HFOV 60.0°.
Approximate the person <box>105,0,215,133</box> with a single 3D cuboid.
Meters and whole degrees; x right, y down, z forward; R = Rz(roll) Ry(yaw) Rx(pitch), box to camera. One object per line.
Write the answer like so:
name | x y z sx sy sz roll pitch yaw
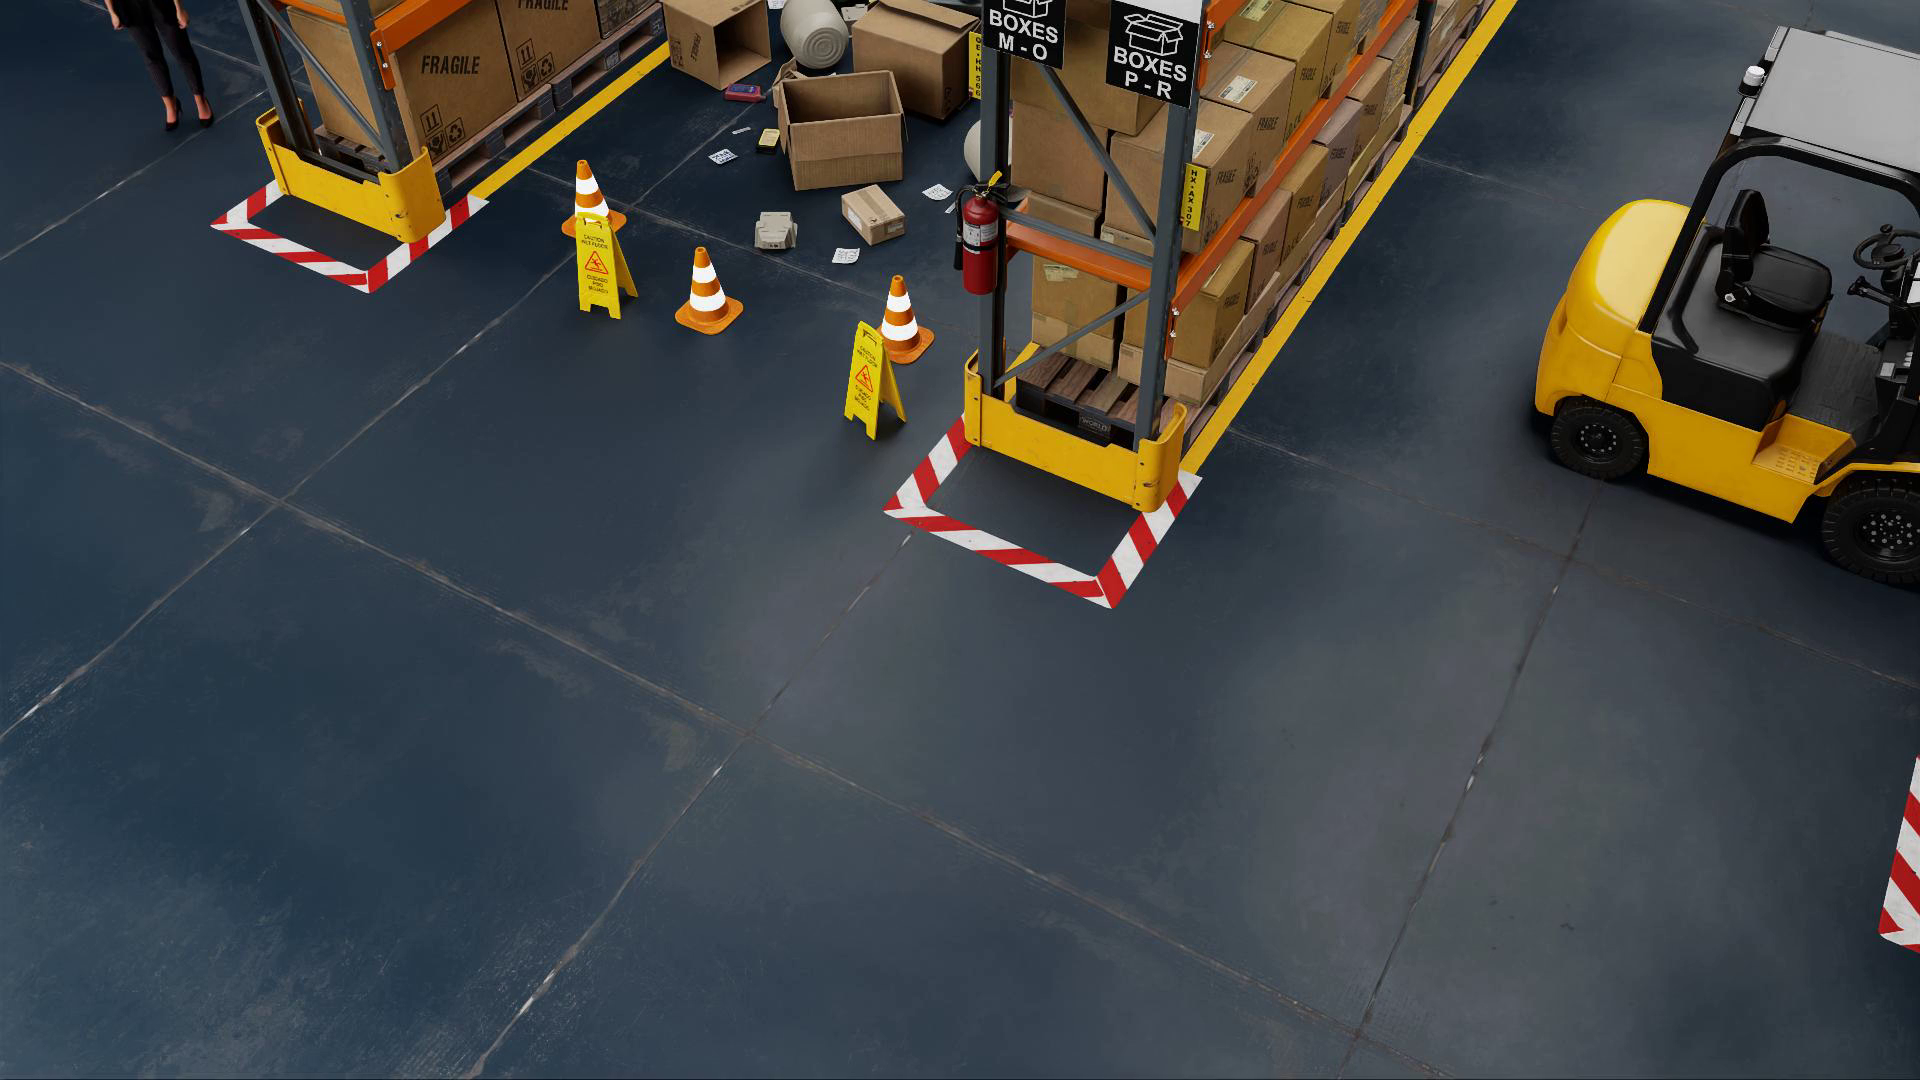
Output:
person | -5.145 -3.393 10.538 0.736 1.716 0.767 -5 47 -5
